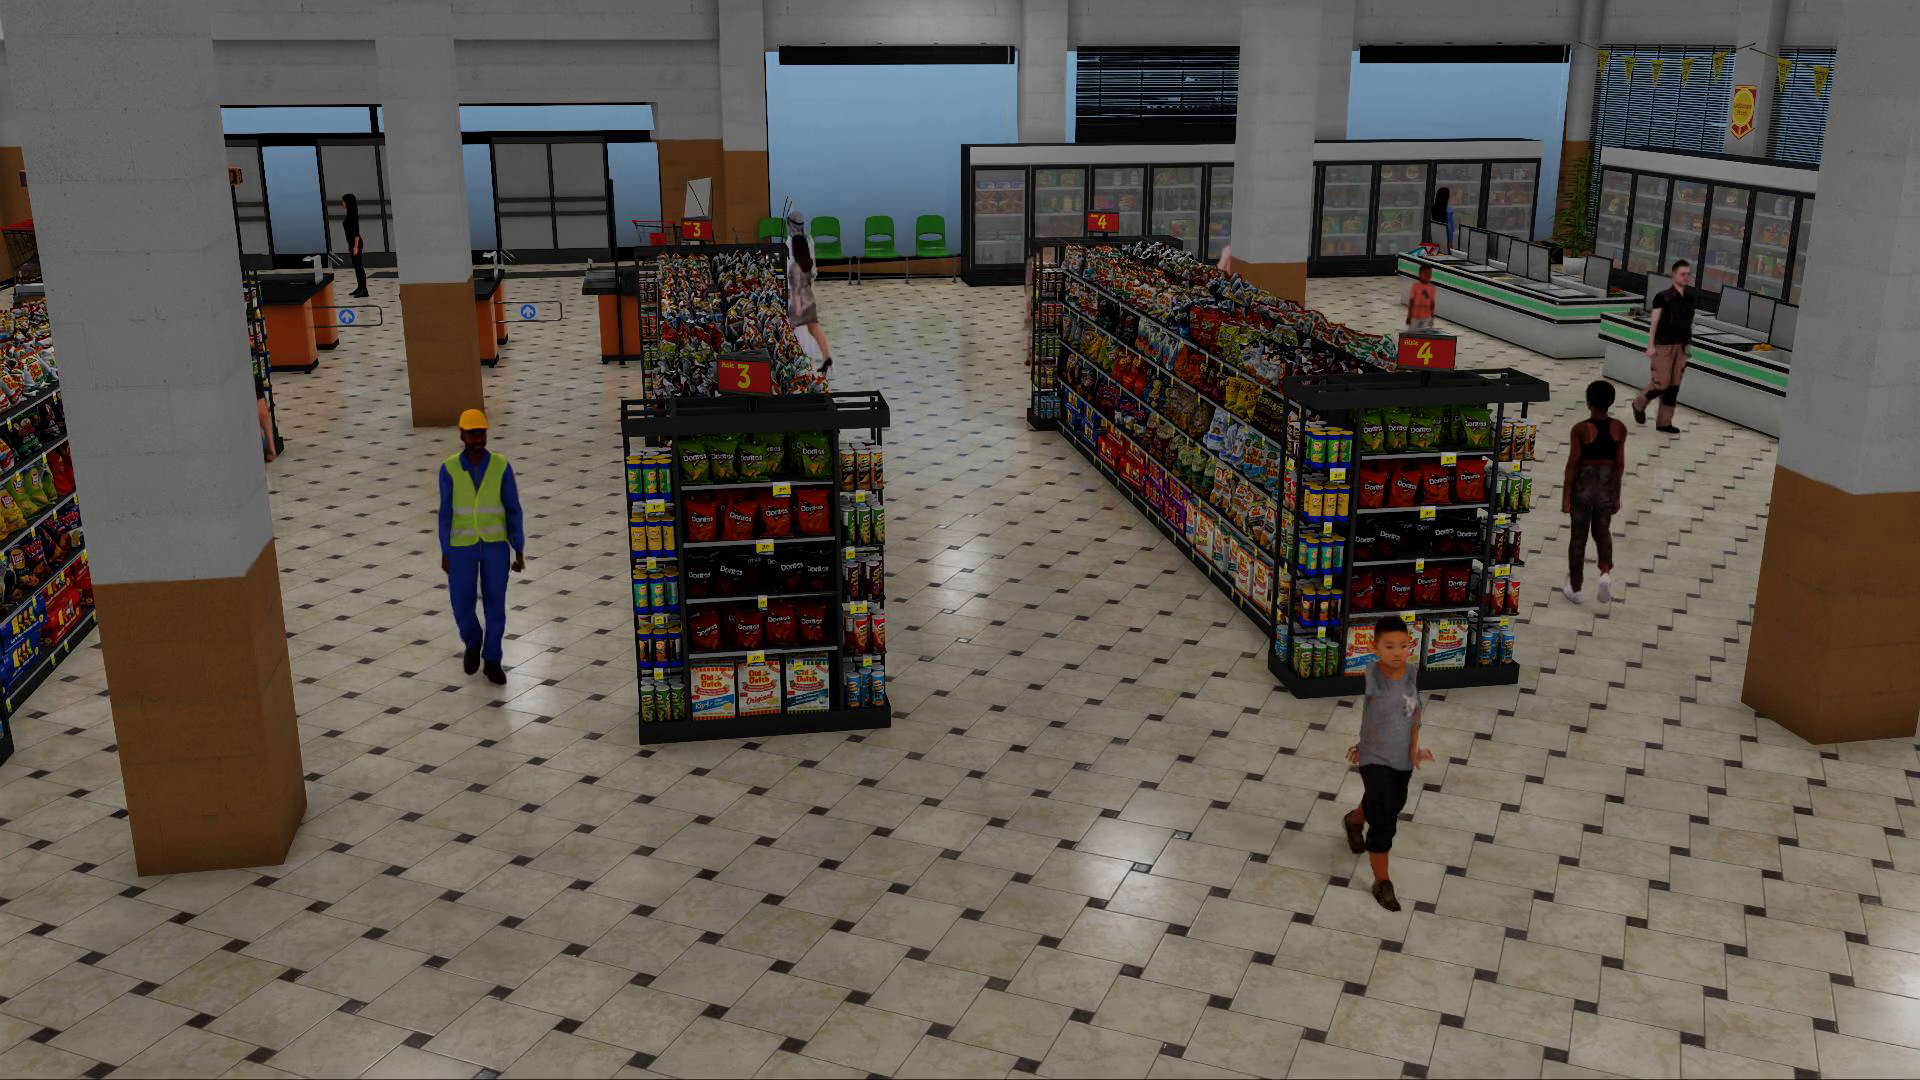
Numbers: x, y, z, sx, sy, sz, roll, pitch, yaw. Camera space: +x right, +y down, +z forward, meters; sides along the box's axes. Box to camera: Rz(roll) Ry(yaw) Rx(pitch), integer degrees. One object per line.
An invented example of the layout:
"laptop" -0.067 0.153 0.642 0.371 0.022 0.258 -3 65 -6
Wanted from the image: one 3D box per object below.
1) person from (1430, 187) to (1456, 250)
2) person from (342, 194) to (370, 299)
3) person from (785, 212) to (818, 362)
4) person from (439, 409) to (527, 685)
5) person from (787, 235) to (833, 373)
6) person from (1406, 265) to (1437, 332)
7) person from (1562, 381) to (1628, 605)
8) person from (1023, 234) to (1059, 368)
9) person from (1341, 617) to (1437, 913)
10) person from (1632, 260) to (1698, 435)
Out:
"person" 7.854 -4.907 27.210 0.724 1.713 0.573 -10 19 -29
"person" -9.762 -4.762 26.855 0.708 1.642 0.562 -10 20 -31
"person" -2.081 -3.246 21.376 0.862 1.926 0.781 9 19 28
"person" -3.132 0.025 10.807 0.761 1.807 0.783 -7 18 -22
"person" -1.863 -2.856 20.483 1.084 1.697 1.124 8 19 24
"person" 5.841 -2.853 21.157 0.581 1.299 0.686 2 17 5
"person" 4.638 -0.305 12.109 0.704 1.682 0.903 1 17 4
"person" 1.056 -3.017 21.083 0.850 1.656 1.088 4 17 13
"person" 2.094 1.001 8.242 0.602 1.429 1.011 -4 17 -14
"person" 7.459 -2.053 17.616 0.749 1.827 0.839 -5 18 -17
